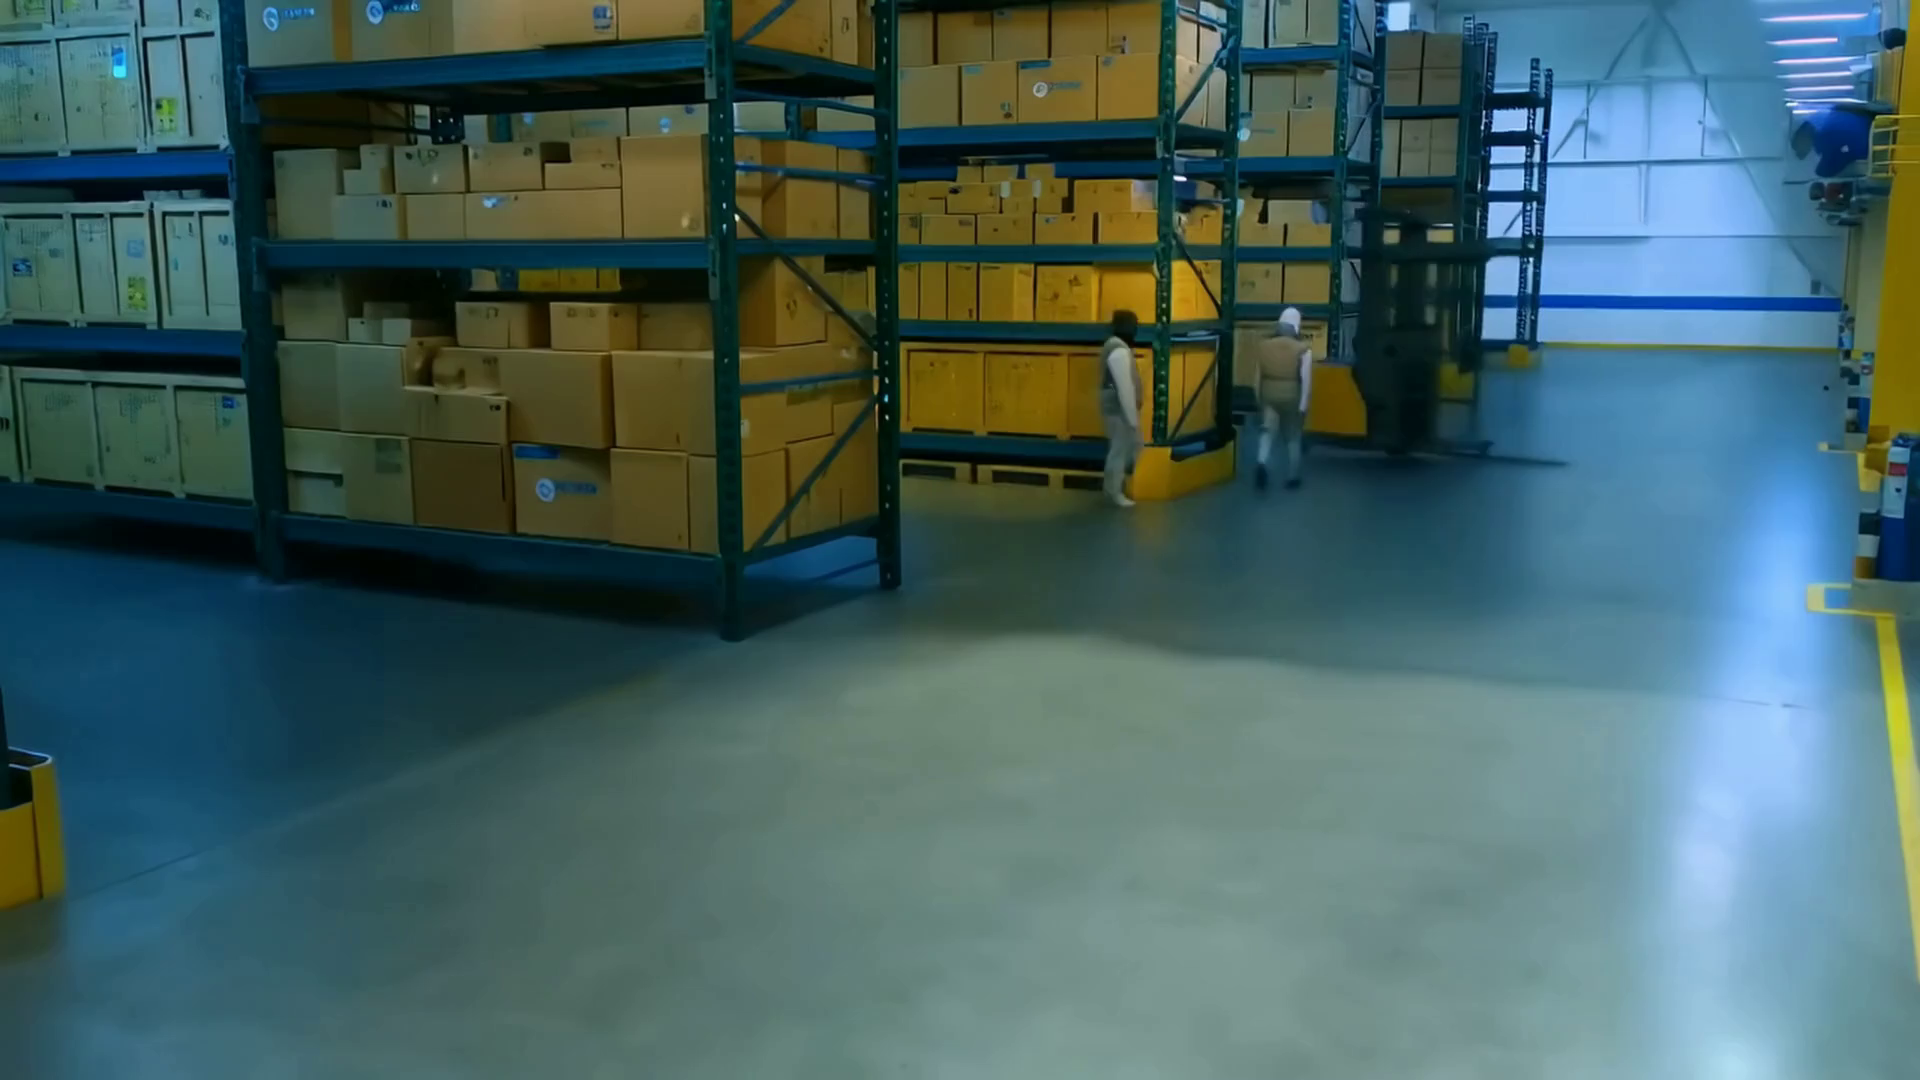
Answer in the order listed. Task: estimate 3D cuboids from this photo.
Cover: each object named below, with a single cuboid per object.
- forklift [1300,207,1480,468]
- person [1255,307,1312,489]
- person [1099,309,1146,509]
[{"bbox_3d":[4.784,-2.305,18.590,1.129,2.768,1.873,-8,13,-40],"label":"forklift"},{"bbox_3d":[3.134,-1.366,16.249,0.589,1.816,0.734,6,11,30],"label":"person"},{"bbox_3d":[1.484,-1.179,15.129,0.448,1.831,0.627,1,10,7],"label":"person"}]
